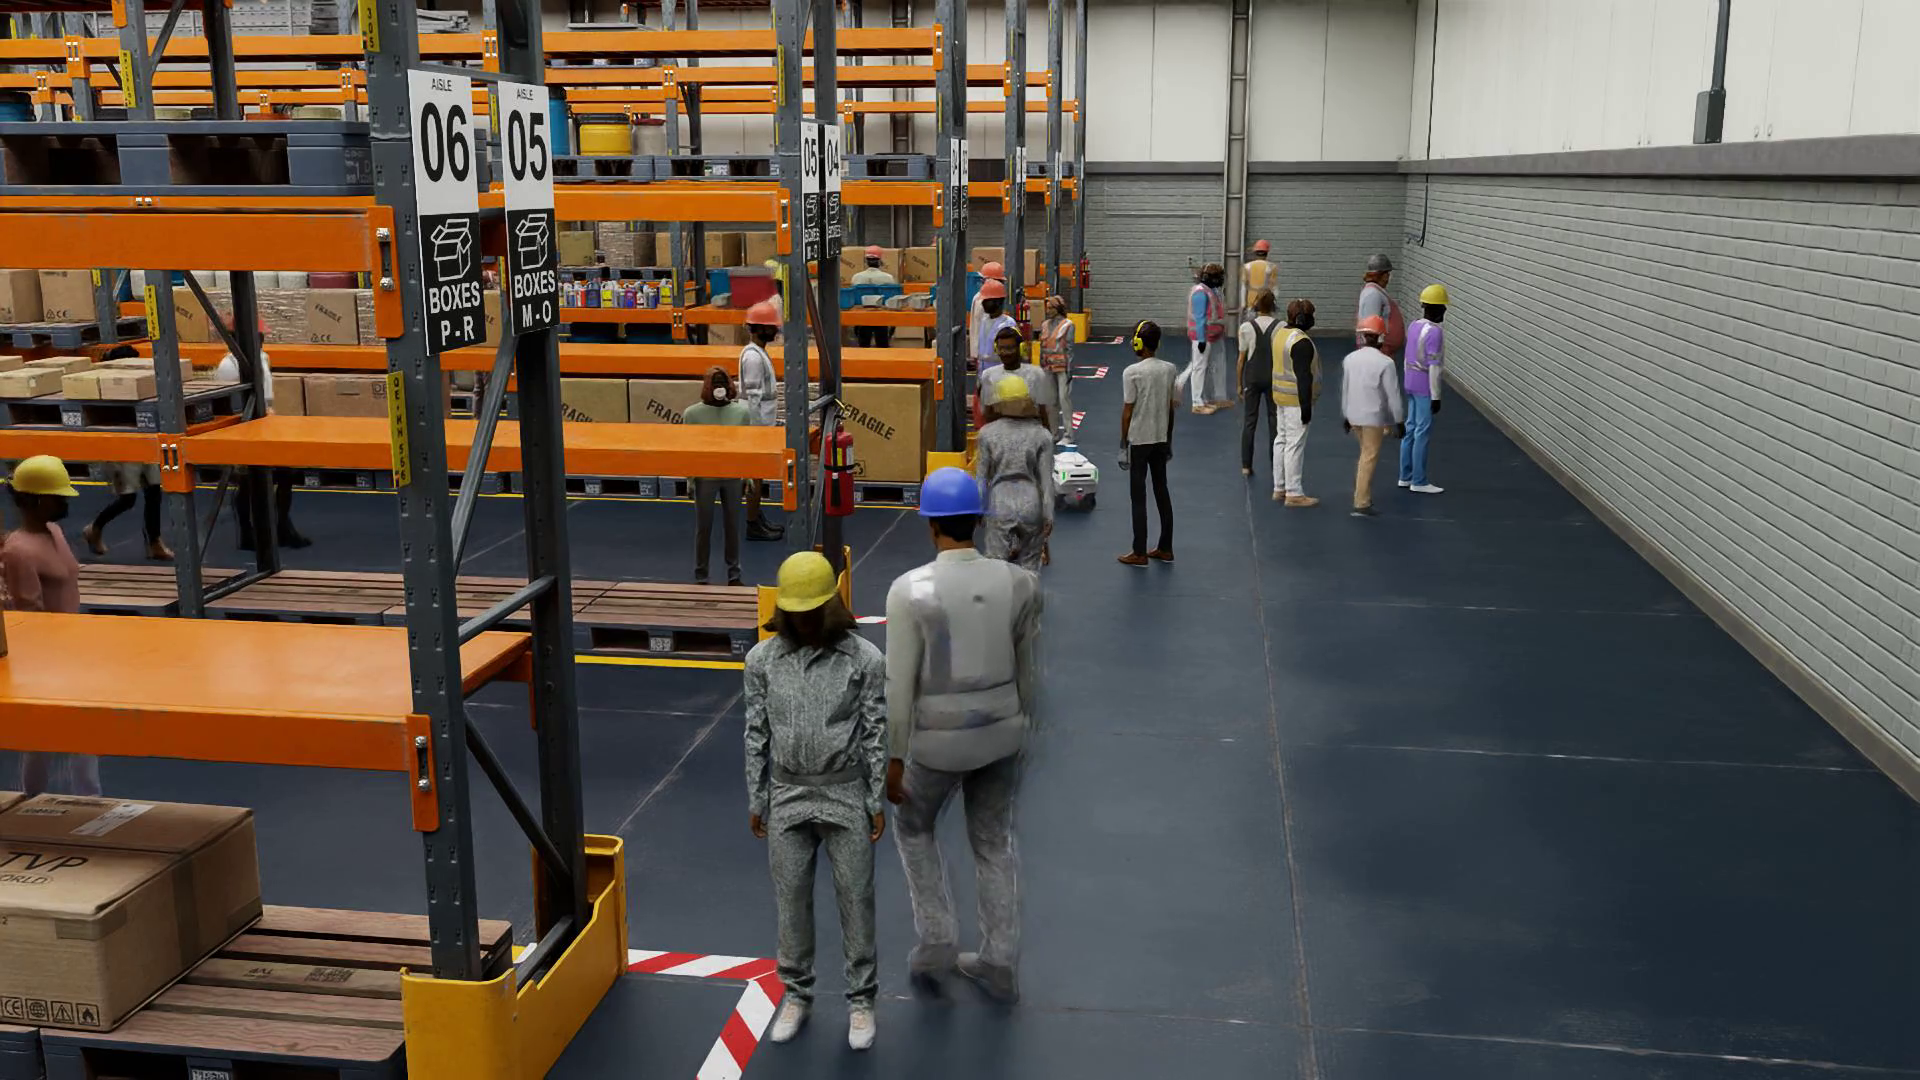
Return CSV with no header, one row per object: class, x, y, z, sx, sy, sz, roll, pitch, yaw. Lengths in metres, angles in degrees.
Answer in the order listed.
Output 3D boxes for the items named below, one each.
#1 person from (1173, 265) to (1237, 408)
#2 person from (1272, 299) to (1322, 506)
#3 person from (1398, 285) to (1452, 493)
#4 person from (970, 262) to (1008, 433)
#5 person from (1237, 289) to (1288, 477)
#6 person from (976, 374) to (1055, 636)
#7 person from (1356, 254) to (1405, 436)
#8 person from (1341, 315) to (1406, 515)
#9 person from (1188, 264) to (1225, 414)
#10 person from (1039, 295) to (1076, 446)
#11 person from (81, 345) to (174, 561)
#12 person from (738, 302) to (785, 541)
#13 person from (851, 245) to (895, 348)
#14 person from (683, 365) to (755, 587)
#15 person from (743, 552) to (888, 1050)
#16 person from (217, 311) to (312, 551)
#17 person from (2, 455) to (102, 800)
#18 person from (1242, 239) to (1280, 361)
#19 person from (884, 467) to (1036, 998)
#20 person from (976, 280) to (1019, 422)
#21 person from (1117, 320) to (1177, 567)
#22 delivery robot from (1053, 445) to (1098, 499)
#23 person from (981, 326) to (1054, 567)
person,3.077,-2.553,20.933,0.825,1.813,0.627,-3,13,-15
person,3.009,-1.227,14.866,0.429,1.843,0.633,-2,13,-10
person,4.332,-1.404,15.468,0.387,1.926,0.591,-2,13,-8
person,0.312,-2.060,18.319,0.408,1.980,0.626,-3,13,-12
person,2.957,-1.522,16.220,0.512,1.838,0.336,3,13,15
person,0.349,-0.176,10.416,0.497,1.709,0.672,0,12,-1
person,4.768,-2.218,18.887,0.537,2.000,0.682,2,13,11
person,3.618,-1.073,14.419,0.528,1.738,0.591,-6,14,-25
person,3.046,-2.486,20.560,0.430,1.841,0.624,4,13,19
person,1.064,-1.850,18.161,0.312,1.632,0.526,-10,16,-39
person,-6.360,-0.652,12.649,0.636,1.675,0.539,2,13,10
person,-1.595,-0.955,13.446,0.381,1.931,0.545,0,12,-1
person,-1.156,-2.931,22.243,0.612,1.986,0.411,5,13,20
person,-1.685,-0.412,11.657,0.499,1.634,0.280,-6,14,-24
person,-0.488,0.878,5.616,0.490,1.731,0.325,1,13,5
person,-5.403,-0.837,12.925,0.695,1.915,0.585,3,13,14
person,-3.951,0.498,7.292,0.482,1.754,0.562,-2,13,-8
person,4.660,-3.683,25.787,0.567,1.921,0.465,7,14,28
person,-0.010,0.702,5.979,0.686,1.918,0.543,-8,15,-31
person,0.321,-1.537,16.053,0.376,1.933,0.550,-9,15,-35
person,1.414,-0.728,12.582,0.509,1.861,0.325,-8,15,-33
delivery robot,0.986,-0.602,14.760,0.477,0.478,0.707,-2,13,-10
person,0.432,-0.691,12.471,0.550,1.840,0.457,4,13,16
